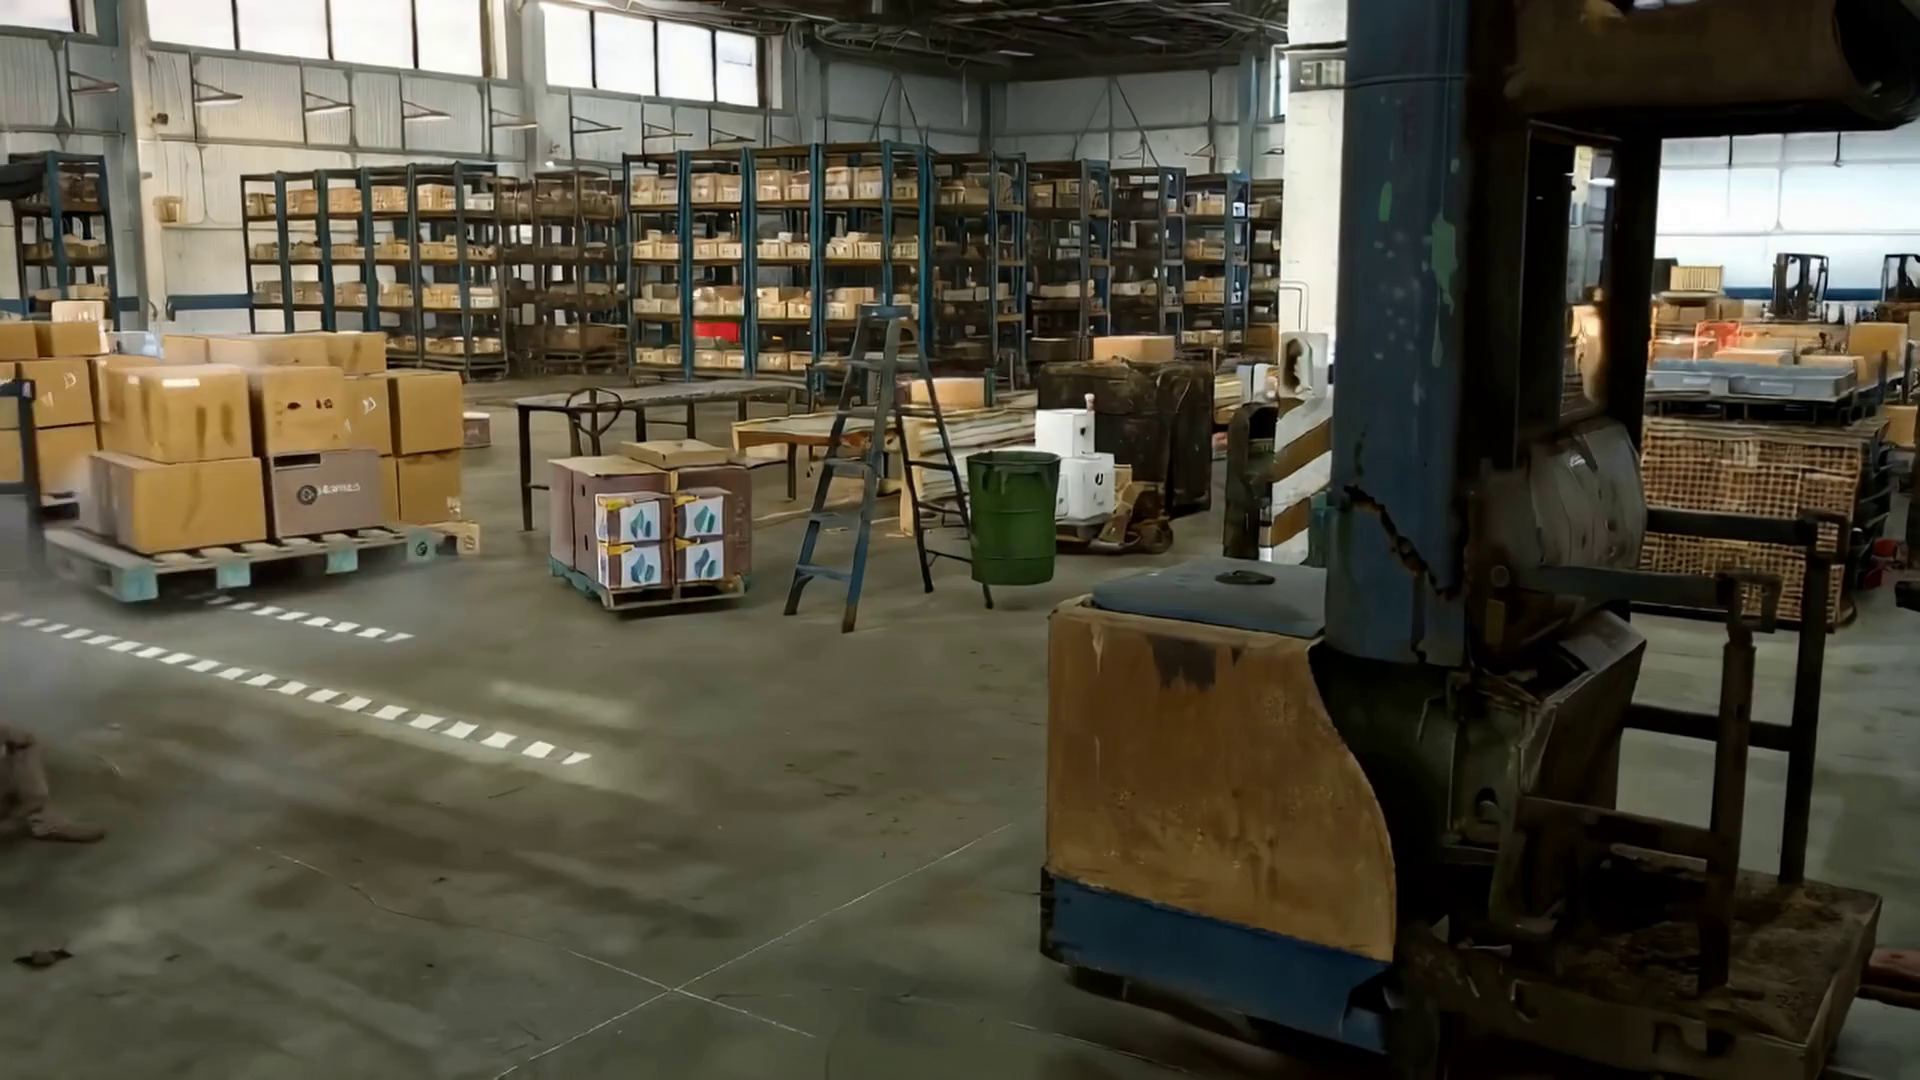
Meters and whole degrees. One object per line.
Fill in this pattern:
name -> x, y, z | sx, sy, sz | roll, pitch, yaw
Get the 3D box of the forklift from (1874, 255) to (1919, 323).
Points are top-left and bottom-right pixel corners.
forklift -> 22.089, -5.634, 38.796 | 1.157, 1.987, 2.680 | 6, 11, 33

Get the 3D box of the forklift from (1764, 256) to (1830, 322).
forklift -> 20.253, -5.854, 40.139 | 1.157, 1.987, 2.680 | 7, 12, 35

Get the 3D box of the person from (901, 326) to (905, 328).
person -> -1.376, -4.963, 36.177 | 0.570, 1.843, 0.372 | -3, 10, -15

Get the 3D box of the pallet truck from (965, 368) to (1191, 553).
pallet truck -> 0.845, -0.609, 11.869 | 1.630, 1.274, 0.653 | 7, 12, 35

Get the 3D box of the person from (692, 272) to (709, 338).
person -> -4.872, -3.981, 30.451 | 0.597, 1.810, 0.677 | 7, 12, 37

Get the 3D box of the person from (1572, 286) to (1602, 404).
person -> 7.679, -2.200, 20.066 | 0.524, 1.729, 0.866 | 4, 10, 24

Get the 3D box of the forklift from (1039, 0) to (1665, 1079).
forklift -> 1.249, -0.137, 4.360 | 1.873, 2.768, 1.129 | 7, 12, 35

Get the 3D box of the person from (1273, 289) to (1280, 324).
person -> 5.141, -3.253, 25.698 | 0.615, 1.942, 0.407 | 5, 11, 30

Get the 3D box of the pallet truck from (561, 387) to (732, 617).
pallet truck -> -1.981, -0.274, 10.088 | 0.680, 1.201, 1.601 | -5, 11, -28

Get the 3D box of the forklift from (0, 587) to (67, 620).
forklift -> -6.124, -0.906, 8.939 | 1.129, 2.768, 1.873 | 9, 13, 44
